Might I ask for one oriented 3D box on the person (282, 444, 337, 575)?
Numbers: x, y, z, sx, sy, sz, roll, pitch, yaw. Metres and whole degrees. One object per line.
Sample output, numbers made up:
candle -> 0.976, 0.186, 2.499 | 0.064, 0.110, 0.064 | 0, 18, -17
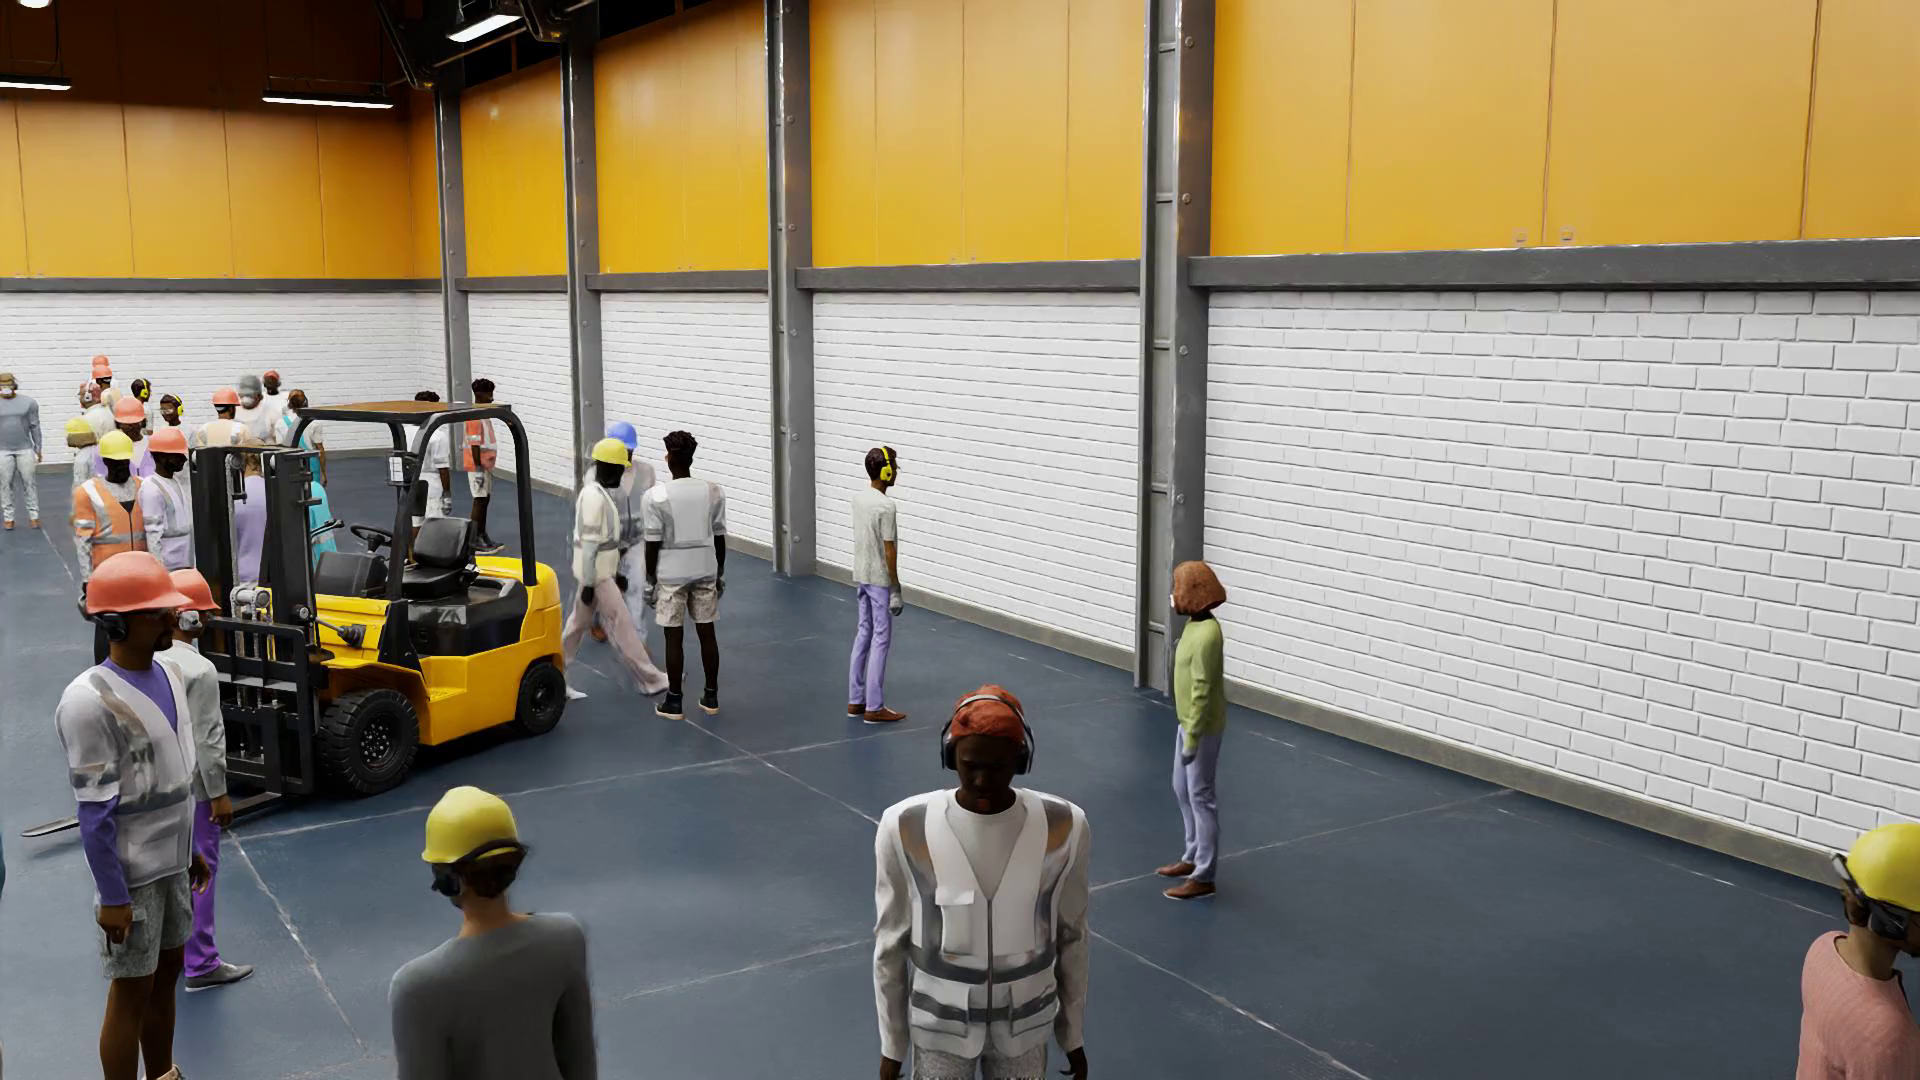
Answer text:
person -> -4.606, 0.231, 11.760 | 0.400, 1.835, 0.562 | 0, 8, -1

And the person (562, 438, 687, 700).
person -> -2.491, 0.214, 11.762 | 1.028, 1.858, 0.603 | -2, 9, -11

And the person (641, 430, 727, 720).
person -> -1.866, 0.234, 11.277 | 0.602, 1.966, 0.368 | -5, 10, -31

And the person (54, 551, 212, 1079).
person -> -2.676, 1.051, 5.501 | 0.365, 2.048, 0.608 | 0, 8, -1

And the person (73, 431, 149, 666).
person -> -5.879, 0.192, 11.692 | 0.382, 1.924, 0.594 | 5, 10, 33

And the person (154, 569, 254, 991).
person -> -3.209, 0.989, 6.935 | 0.567, 1.743, 0.354 | 6, 11, 37

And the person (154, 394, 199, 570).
person -> -7.984, -0.563, 17.018 | 0.510, 1.861, 0.324 | 1, 8, 5

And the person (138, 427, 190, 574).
person -> -5.649, 0.155, 11.935 | 0.388, 1.930, 0.544 | -1, 9, -7

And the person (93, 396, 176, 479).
person -> -6.882, -0.192, 13.944 | 0.612, 2.031, 0.403 | -6, 10, -33

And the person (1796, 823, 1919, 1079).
person -> 1.991, 1.469, 3.677 | 0.339, 1.755, 0.531 | 2, 9, 14

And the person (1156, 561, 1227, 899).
person -> 1.117, 0.902, 7.922 | 0.288, 1.624, 0.513 | 0, 8, 1

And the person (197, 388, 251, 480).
person -> -7.371, -0.568, 16.782 | 0.550, 1.933, 0.374 | 0, 8, 2

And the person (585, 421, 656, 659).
person -> -2.758, -0.030, 13.320 | 0.644, 1.897, 0.904 | -5, 10, -32

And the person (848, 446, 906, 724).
person -> -0.555, 0.300, 11.189 | 0.331, 1.864, 0.509 | -6, 10, -33

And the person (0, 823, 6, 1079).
person -> -3.346, 1.136, 5.300 | 0.605, 1.939, 0.415 | 1, 8, 6

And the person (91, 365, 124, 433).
person -> -11.349, -1.367, 22.182 | 0.376, 1.933, 0.545 | -1, 8, -4

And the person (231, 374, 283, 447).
person -> -7.836, -0.863, 18.420 | 0.726, 2.000, 0.766 | -1, 9, -8

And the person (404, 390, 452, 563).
person -> -5.142, -0.467, 16.049 | 0.599, 1.958, 0.378 | 4, 9, 25

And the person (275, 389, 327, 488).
person -> -7.190, -0.732, 18.192 | 0.506, 1.847, 0.345 | -1, 8, -6

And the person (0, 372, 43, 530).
person -> -11.546, -1.081, 20.284 | 0.637, 1.929, 0.368 | -5, 10, -30

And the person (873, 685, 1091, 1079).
person -> 0.061, 1.297, 4.381 | 0.574, 1.886, 0.358 | -1, 8, -7

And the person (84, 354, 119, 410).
person -> -13.168, -1.881, 25.611 | 0.547, 1.942, 0.351 | 0, 8, -2

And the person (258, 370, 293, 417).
person -> -9.129, -1.319, 22.126 | 0.657, 1.851, 0.752 | 0, 8, 0

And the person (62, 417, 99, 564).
person -> -8.176, -0.289, 15.622 | 0.383, 1.726, 0.493 | -3, 9, -19

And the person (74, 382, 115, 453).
person -> -9.551, -0.790, 18.376 | 0.407, 1.906, 0.655 | -2, 9, -14

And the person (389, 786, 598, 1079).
person -> -1.062, 1.440, 3.915 | 0.419, 1.747, 0.612 | 6, 11, 37

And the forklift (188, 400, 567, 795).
forklift -> -3.529, 0.258, 10.348 | 1.214, 2.155, 2.313 | 4, 9, 25

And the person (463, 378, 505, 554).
person -> -5.295, -0.818, 18.428 | 0.388, 1.953, 0.610 | -1, 9, -7
